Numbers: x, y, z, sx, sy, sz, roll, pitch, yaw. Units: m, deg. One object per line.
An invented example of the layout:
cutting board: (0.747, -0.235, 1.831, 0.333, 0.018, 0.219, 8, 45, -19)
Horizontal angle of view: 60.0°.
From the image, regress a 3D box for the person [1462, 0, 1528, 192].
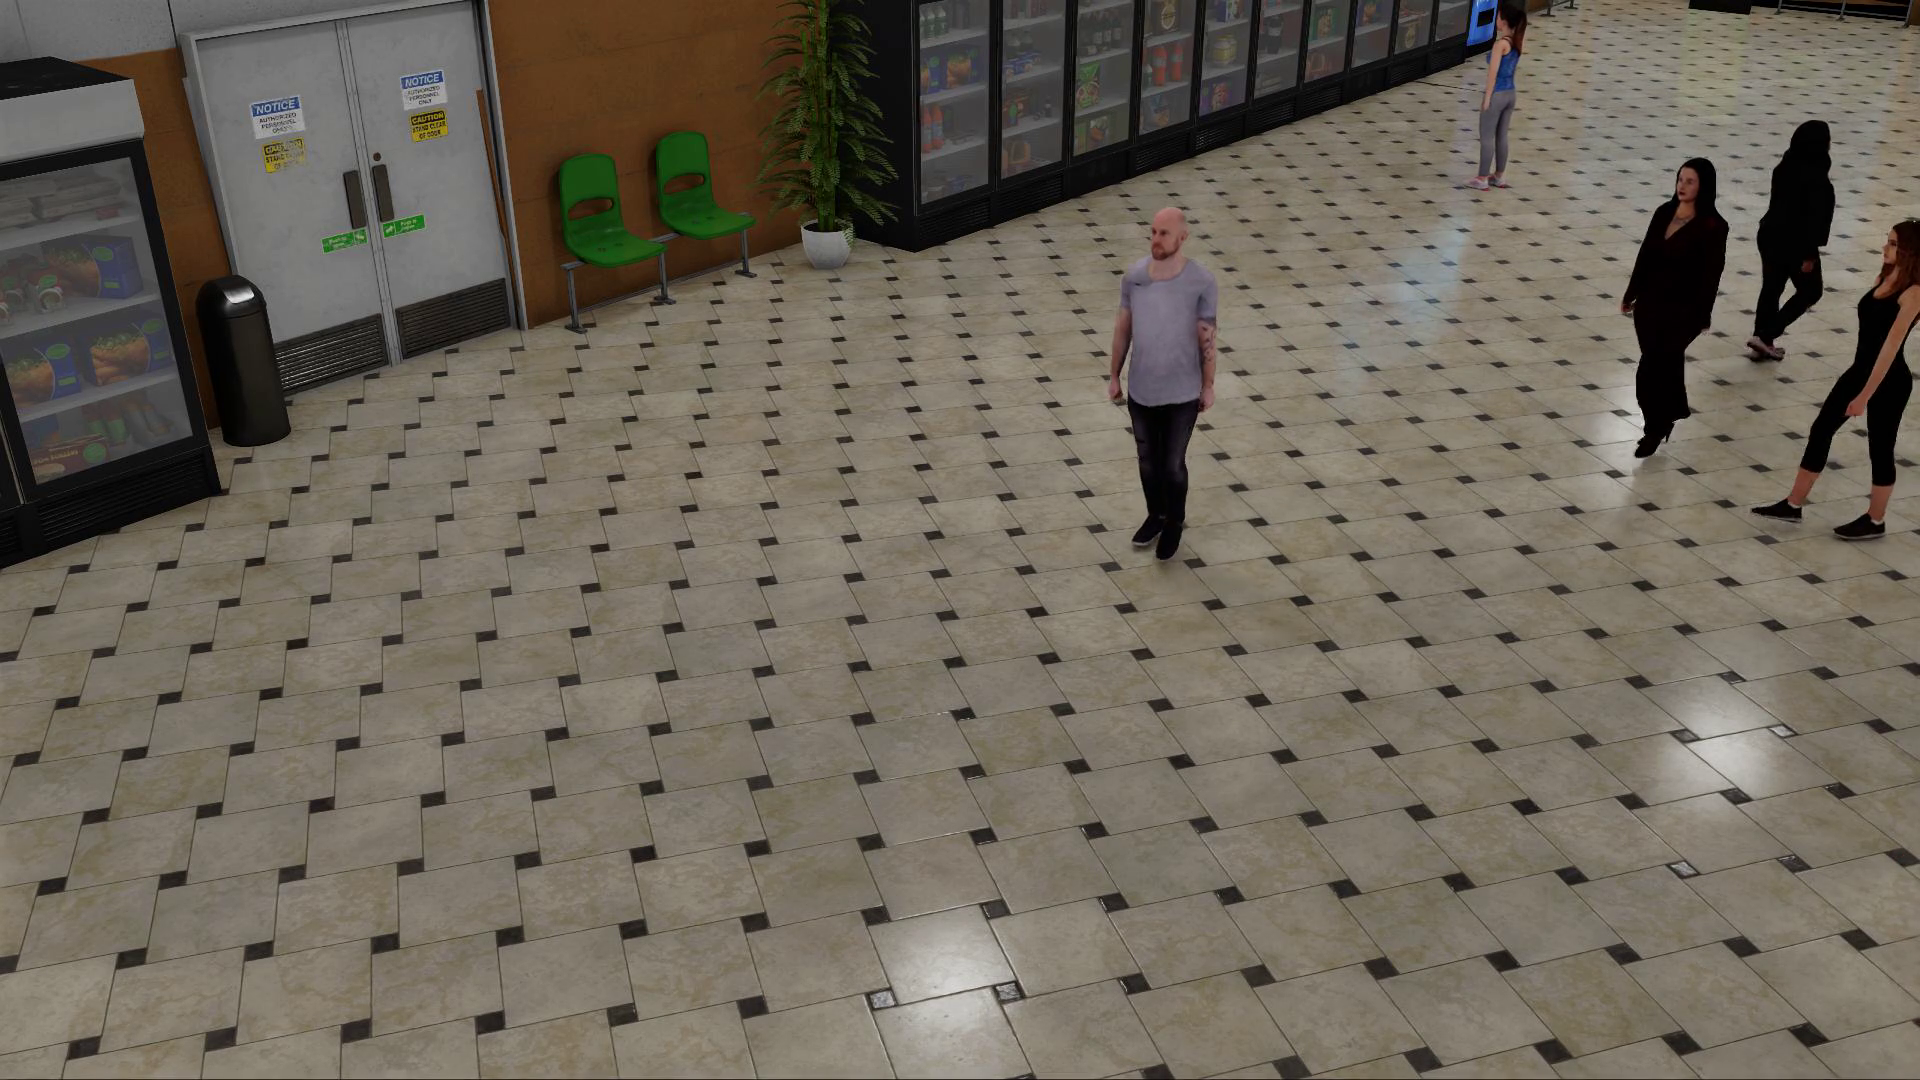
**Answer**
person: (4.827, -3.958, 14.888, 0.617, 1.609, 0.615, -18, 32, -32)

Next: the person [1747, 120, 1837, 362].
person: (5.357, -1.913, 10.860, 0.856, 1.605, 0.773, -6, 28, -12)

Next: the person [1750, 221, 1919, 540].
person: (4.782, -0.780, 8.514, 0.973, 1.706, 0.898, -1, 27, -3)

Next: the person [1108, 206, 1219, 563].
person: (1.079, -0.810, 8.446, 0.630, 1.821, 0.785, 16, 31, 29)

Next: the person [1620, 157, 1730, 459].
person: (4.166, -1.334, 9.564, 0.903, 1.744, 0.843, -8, 28, -15)
